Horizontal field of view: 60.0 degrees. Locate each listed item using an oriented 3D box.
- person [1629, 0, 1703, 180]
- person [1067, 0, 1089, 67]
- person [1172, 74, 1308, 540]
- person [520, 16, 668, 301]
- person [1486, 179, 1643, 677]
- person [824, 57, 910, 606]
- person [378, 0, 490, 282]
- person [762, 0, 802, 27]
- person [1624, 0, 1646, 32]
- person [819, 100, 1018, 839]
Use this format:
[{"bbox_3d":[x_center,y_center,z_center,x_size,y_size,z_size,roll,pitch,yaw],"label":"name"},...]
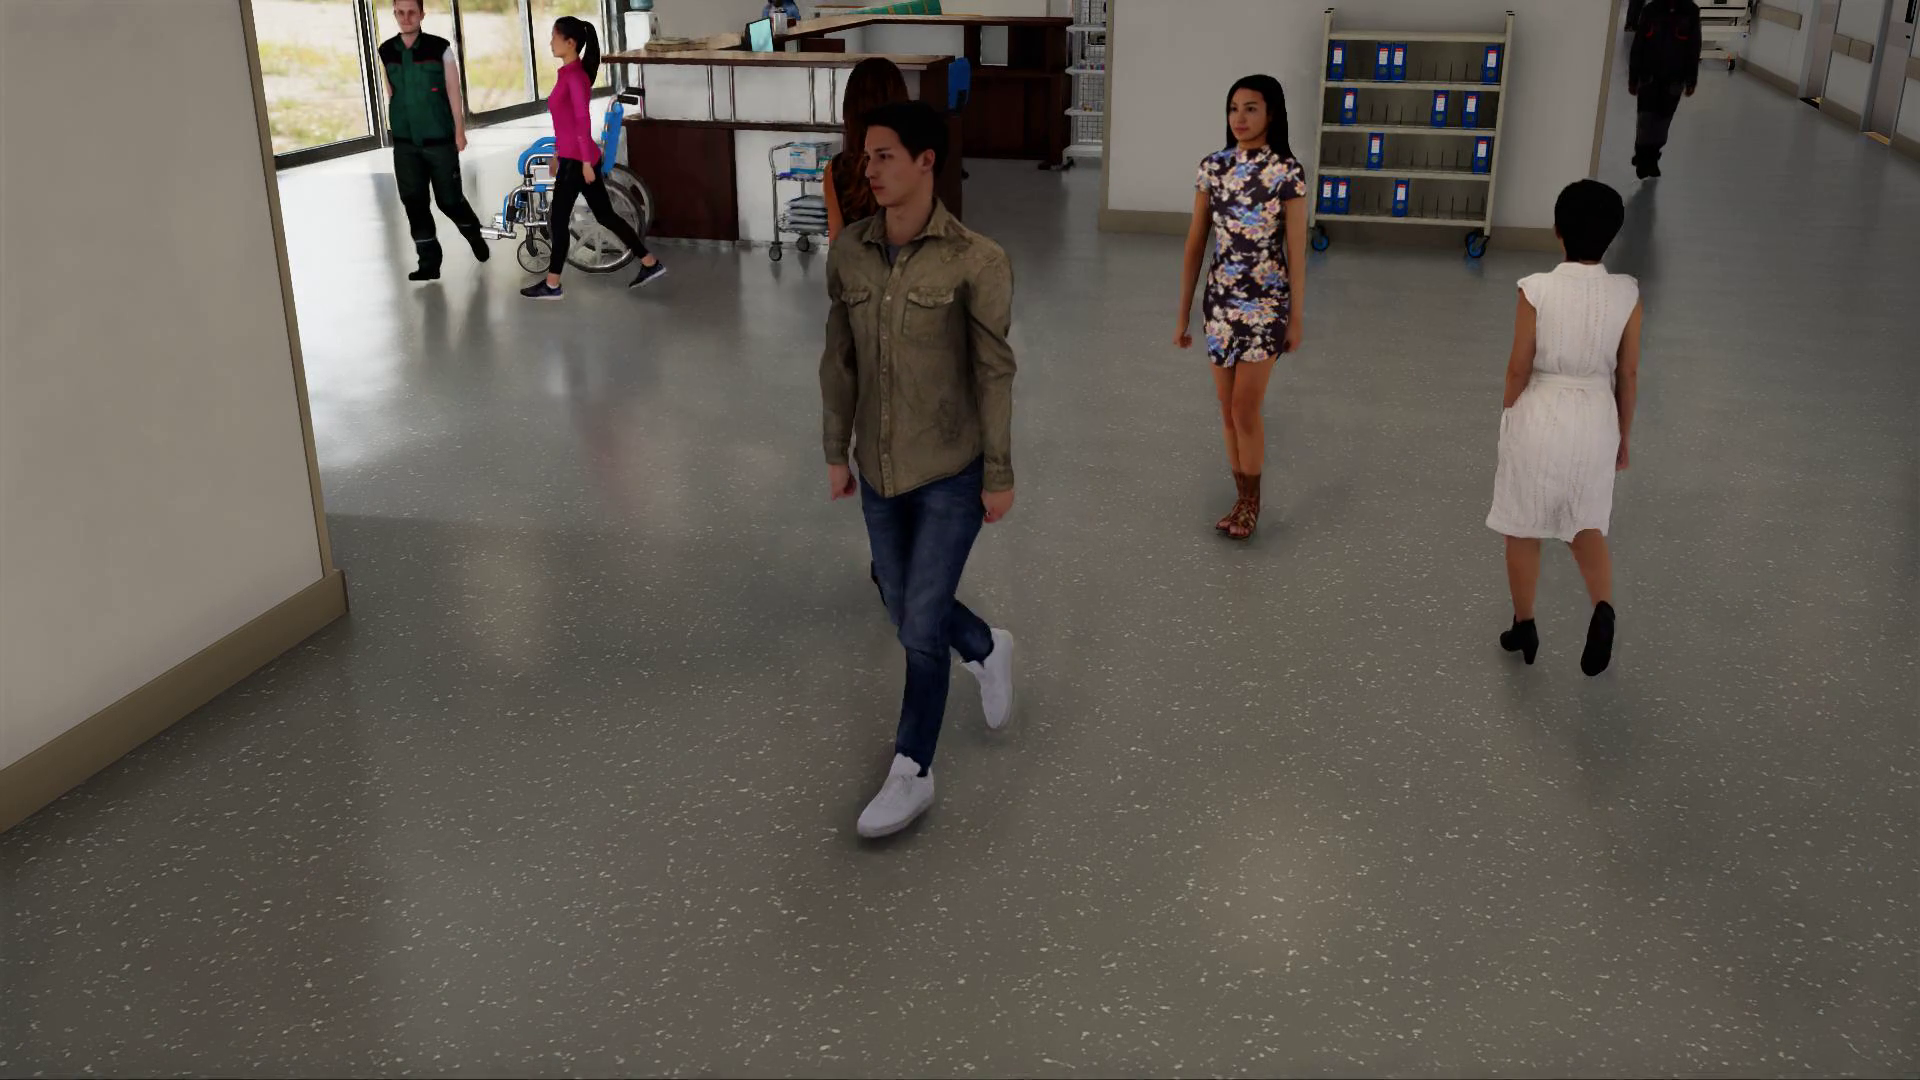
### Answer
[{"bbox_3d":[6.231,-4.114,14.767,1.102,1.788,0.771,6,22,16],"label":"person"},{"bbox_3d":[1.774,-7.882,25.478,0.834,1.248,0.590,7,22,18],"label":"person"},{"bbox_3d":[1.120,-0.865,6.285,0.675,1.721,0.764,15,25,34],"label":"person"},{"bbox_3d":[-2.213,-2.284,10.111,1.200,1.663,0.962,-6,21,-14],"label":"person"},{"bbox_3d":[1.825,-0.278,4.989,0.834,1.539,0.740,0,21,1],"label":"person"},{"bbox_3d":[-0.299,-0.642,5.561,0.619,1.817,0.692,9,23,22],"label":"person"},{"bbox_3d":[-3.401,-2.592,10.705,0.967,1.820,0.820,1,21,3],"label":"person"},{"bbox_3d":[-1.650,-4.587,16.153,0.878,1.692,0.869,13,25,32],"label":"person"},{"bbox_3d":[13.561,-11.008,33.224,0.772,1.608,0.826,-14,25,-33],"label":"person"},{"bbox_3d":[-0.048,-0.205,4.381,1.146,1.835,0.985,12,24,29],"label":"person"}]
